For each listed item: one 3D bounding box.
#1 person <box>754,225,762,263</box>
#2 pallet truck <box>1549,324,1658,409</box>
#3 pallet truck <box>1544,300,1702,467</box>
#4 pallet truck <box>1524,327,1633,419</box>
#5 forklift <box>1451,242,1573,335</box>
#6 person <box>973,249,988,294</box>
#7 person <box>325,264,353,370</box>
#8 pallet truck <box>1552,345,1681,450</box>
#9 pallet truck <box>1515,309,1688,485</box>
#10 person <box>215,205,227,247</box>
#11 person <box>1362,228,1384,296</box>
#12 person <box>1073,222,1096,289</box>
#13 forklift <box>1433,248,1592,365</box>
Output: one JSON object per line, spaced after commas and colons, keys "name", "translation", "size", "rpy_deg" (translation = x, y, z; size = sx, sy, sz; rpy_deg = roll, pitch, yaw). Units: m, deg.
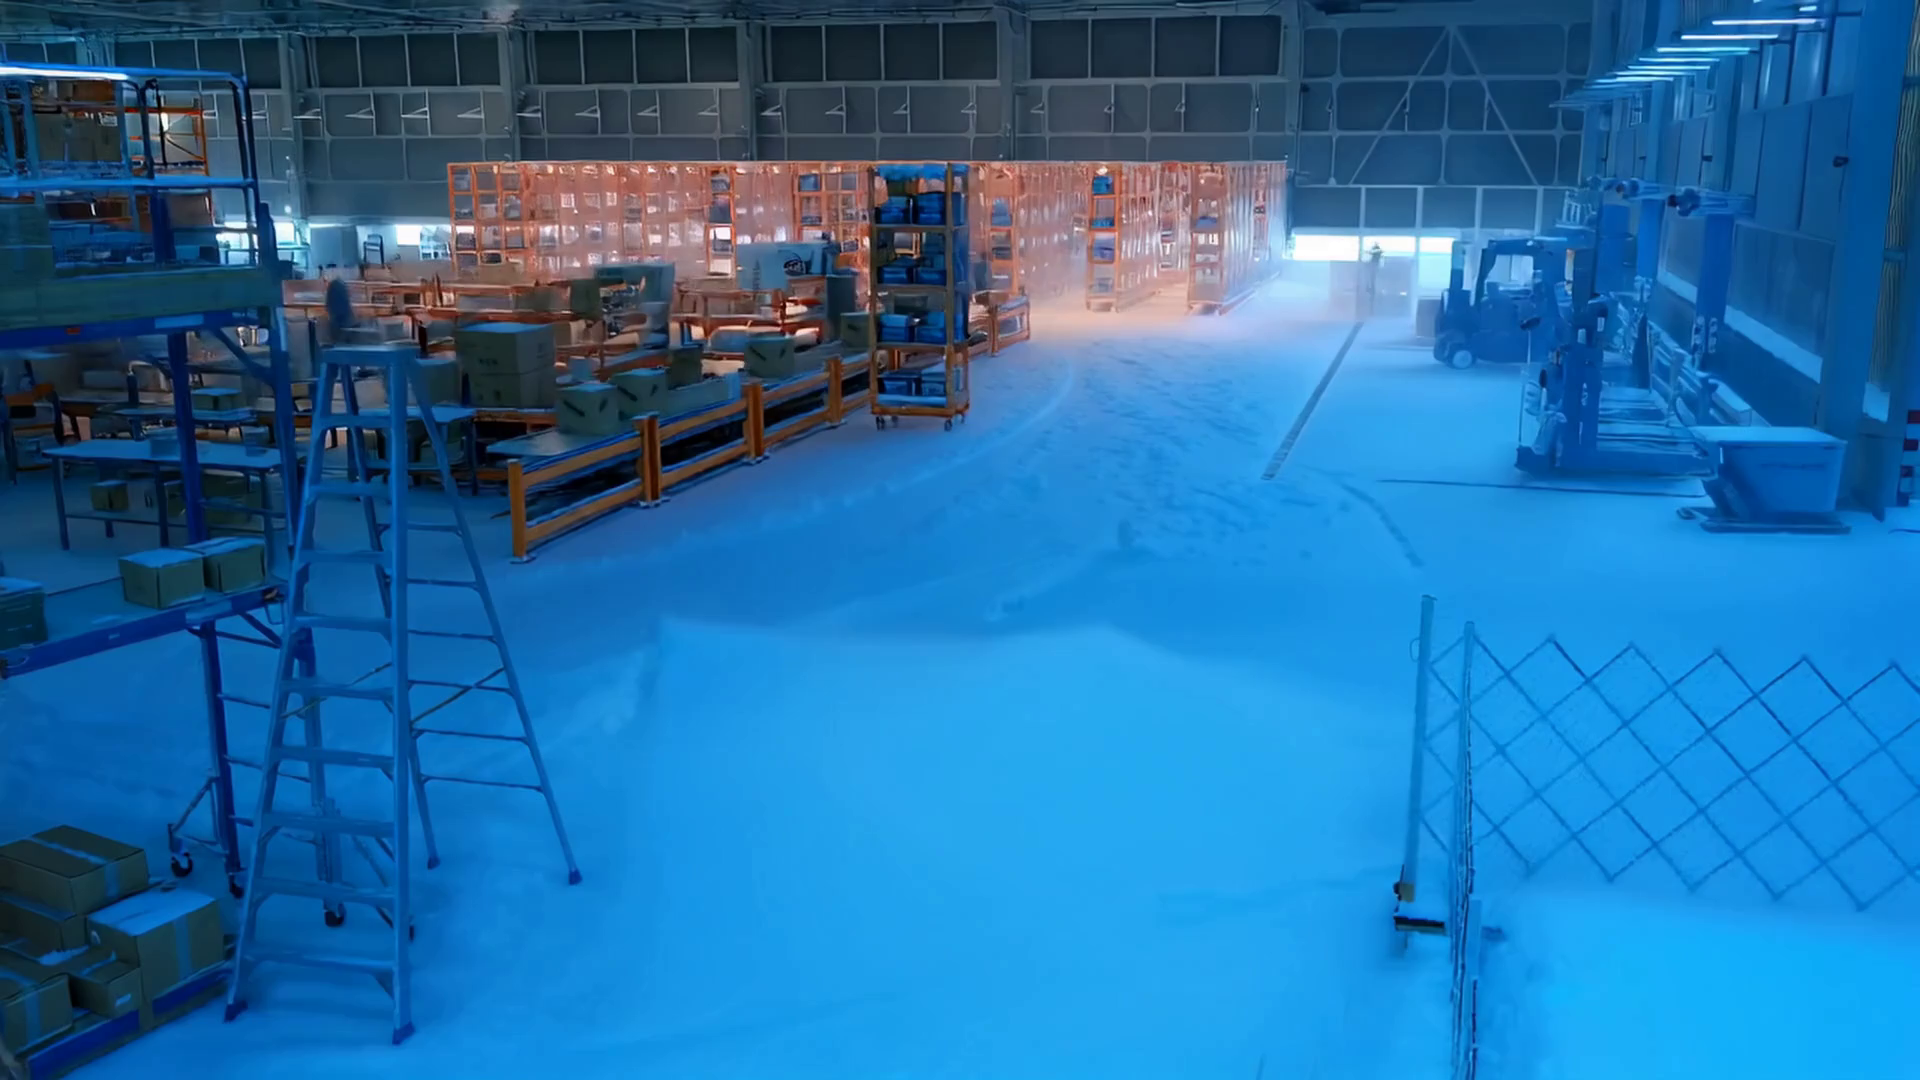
{"name": "person", "translation": [-6.182, -8.951, 51.274], "size": [0.566, 1.815, 0.597], "rpy_deg": [4, 14, 19]}
{"name": "pallet truck", "translation": [9.824, -2.669, 25.407], "size": [1.601, 1.201, 0.680], "rpy_deg": [4, 14, 16]}
{"name": "pallet truck", "translation": [8.263, -1.952, 20.631], "size": [1.885, 1.965, 0.823], "rpy_deg": [5, 14, 20]}
{"name": "pallet truck", "translation": [9.065, -2.460, 24.370], "size": [1.522, 1.261, 0.704], "rpy_deg": [3, 13, 14]}
{"name": "forklift", "translation": [10.464, -4.597, 31.405], "size": [2.680, 1.987, 1.157], "rpy_deg": [4, 14, 16]}
{"name": "person", "translation": [0.452, -5.561, 36.818], "size": [0.460, 1.737, 0.531], "rpy_deg": [8, 15, 31]}
{"name": "person", "translation": [-10.980, -3.930, 29.418], "size": [0.434, 1.883, 0.661], "rpy_deg": [-2, 13, -9]}
{"name": "pallet truck", "translation": [8.641, -1.896, 21.908], "size": [1.630, 1.274, 0.653], "rpy_deg": [4, 14, 16]}
{"name": "pallet truck", "translation": [7.554, -1.677, 19.446], "size": [1.885, 1.965, 0.823], "rpy_deg": [3, 13, 14]}
{"name": "person", "translation": [-30.671, -13.004, 68.913], "size": [0.331, 1.747, 0.559], "rpy_deg": [3, 13, 14]}
{"name": "person", "translation": [11.211, -7.547, 45.194], "size": [0.570, 1.819, 0.686], "rpy_deg": [-8, 15, -32]}
{"name": "person", "translation": [3.543, -7.987, 46.772], "size": [0.651, 1.965, 0.766], "rpy_deg": [-8, 15, -31]}
{"name": "forklift", "translation": [9.780, -4.111, 29.280], "size": [2.680, 1.987, 1.157], "rpy_deg": [3, 13, 14]}
